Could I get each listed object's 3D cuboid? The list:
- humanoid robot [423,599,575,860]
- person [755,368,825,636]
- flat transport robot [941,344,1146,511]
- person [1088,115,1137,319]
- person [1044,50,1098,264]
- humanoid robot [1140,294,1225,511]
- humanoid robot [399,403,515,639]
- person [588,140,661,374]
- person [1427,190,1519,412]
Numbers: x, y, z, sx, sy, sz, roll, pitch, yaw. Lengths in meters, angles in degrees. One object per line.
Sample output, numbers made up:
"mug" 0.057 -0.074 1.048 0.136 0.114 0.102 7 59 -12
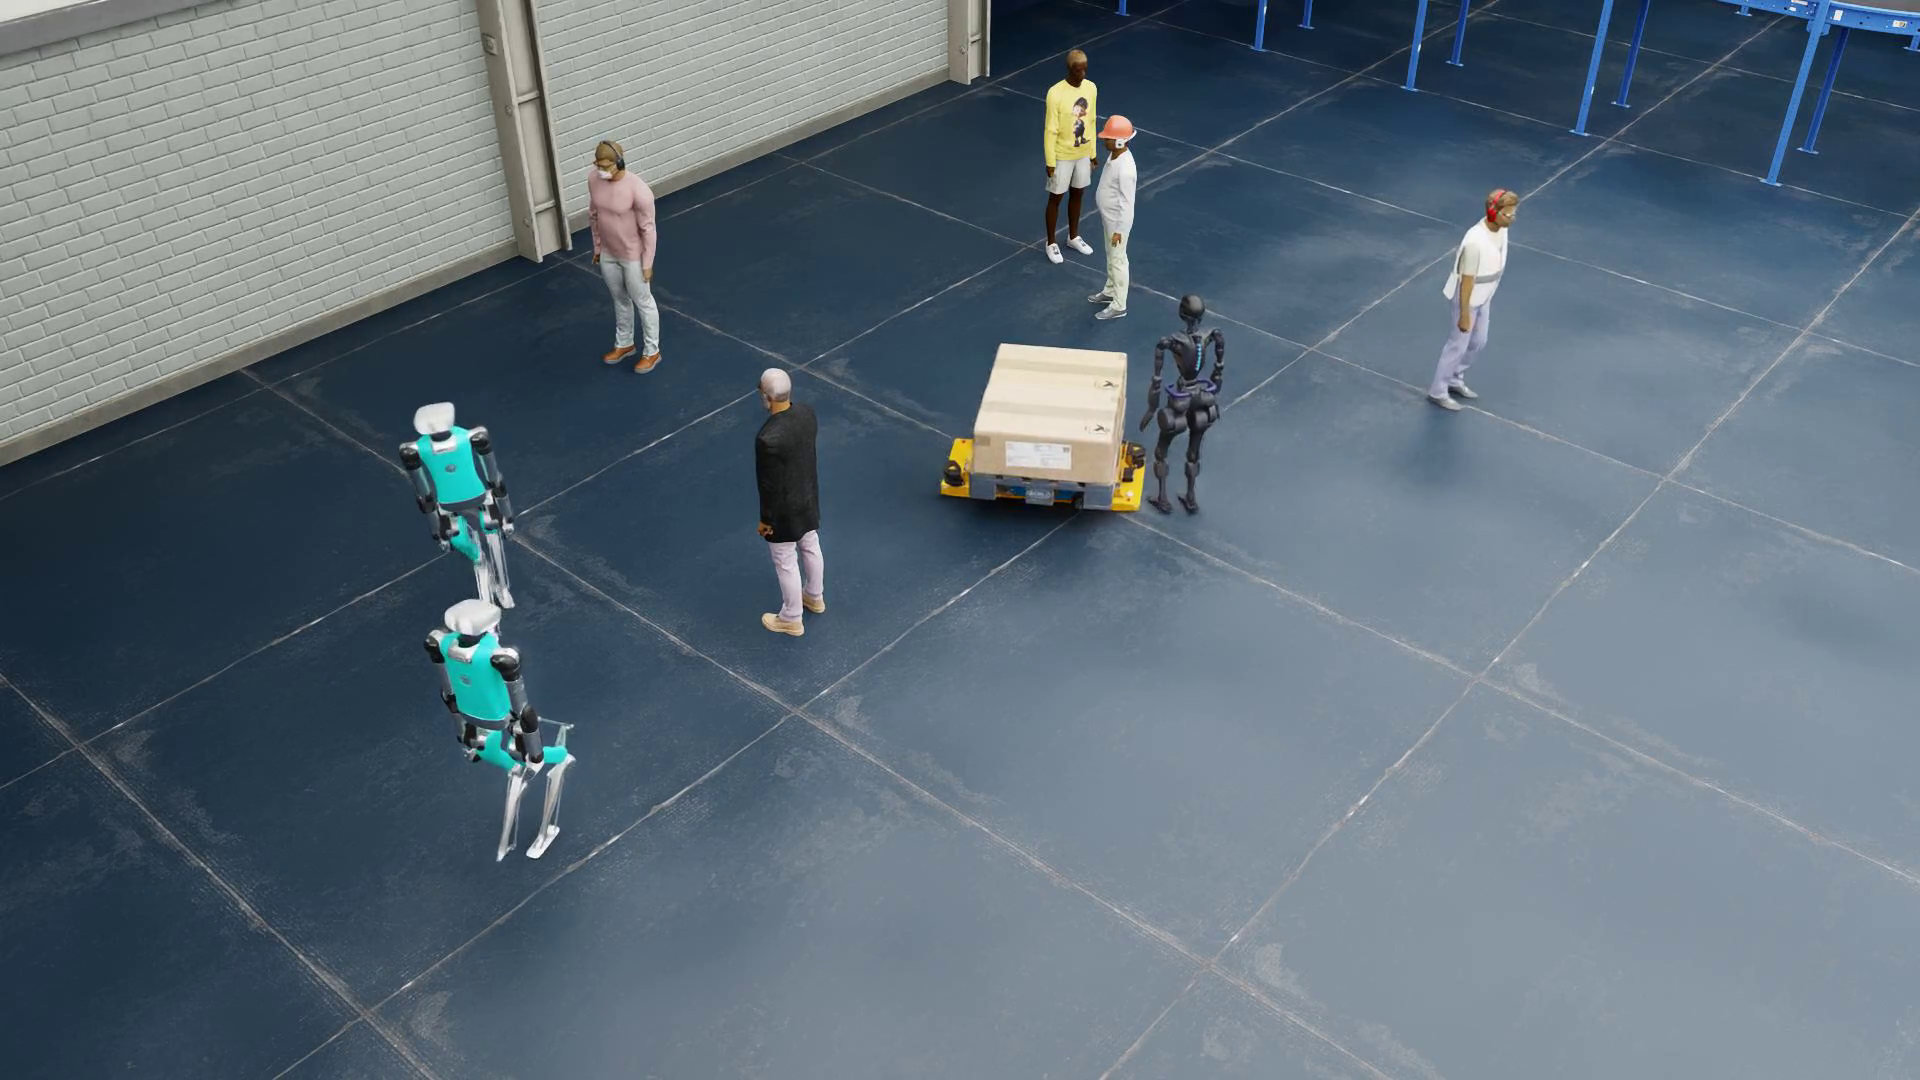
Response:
"humanoid robot" -2.322 0.959 8.766 0.537 1.795 0.678 13 37 17
"person" -1.066 -0.237 10.352 0.402 1.854 0.546 18 39 24
"flat transport robot" 0.619 -0.515 12.111 1.431 0.231 0.659 5 36 8
"person" 1.282 -2.700 13.898 0.325 1.752 0.562 -3 36 -4
"person" 0.979 -3.418 14.782 0.541 1.901 0.376 -20 40 -26
"humanoid robot" 1.545 -0.946 11.501 0.603 1.651 0.339 -12 37 -16
"humanoid robot" -3.098 -0.198 10.411 0.593 1.775 0.812 -11 37 -15
"person" -2.645 -2.240 13.100 0.627 1.934 0.371 20 40 26
"person" 3.884 -1.816 12.608 0.419 1.823 0.572 24 42 30
